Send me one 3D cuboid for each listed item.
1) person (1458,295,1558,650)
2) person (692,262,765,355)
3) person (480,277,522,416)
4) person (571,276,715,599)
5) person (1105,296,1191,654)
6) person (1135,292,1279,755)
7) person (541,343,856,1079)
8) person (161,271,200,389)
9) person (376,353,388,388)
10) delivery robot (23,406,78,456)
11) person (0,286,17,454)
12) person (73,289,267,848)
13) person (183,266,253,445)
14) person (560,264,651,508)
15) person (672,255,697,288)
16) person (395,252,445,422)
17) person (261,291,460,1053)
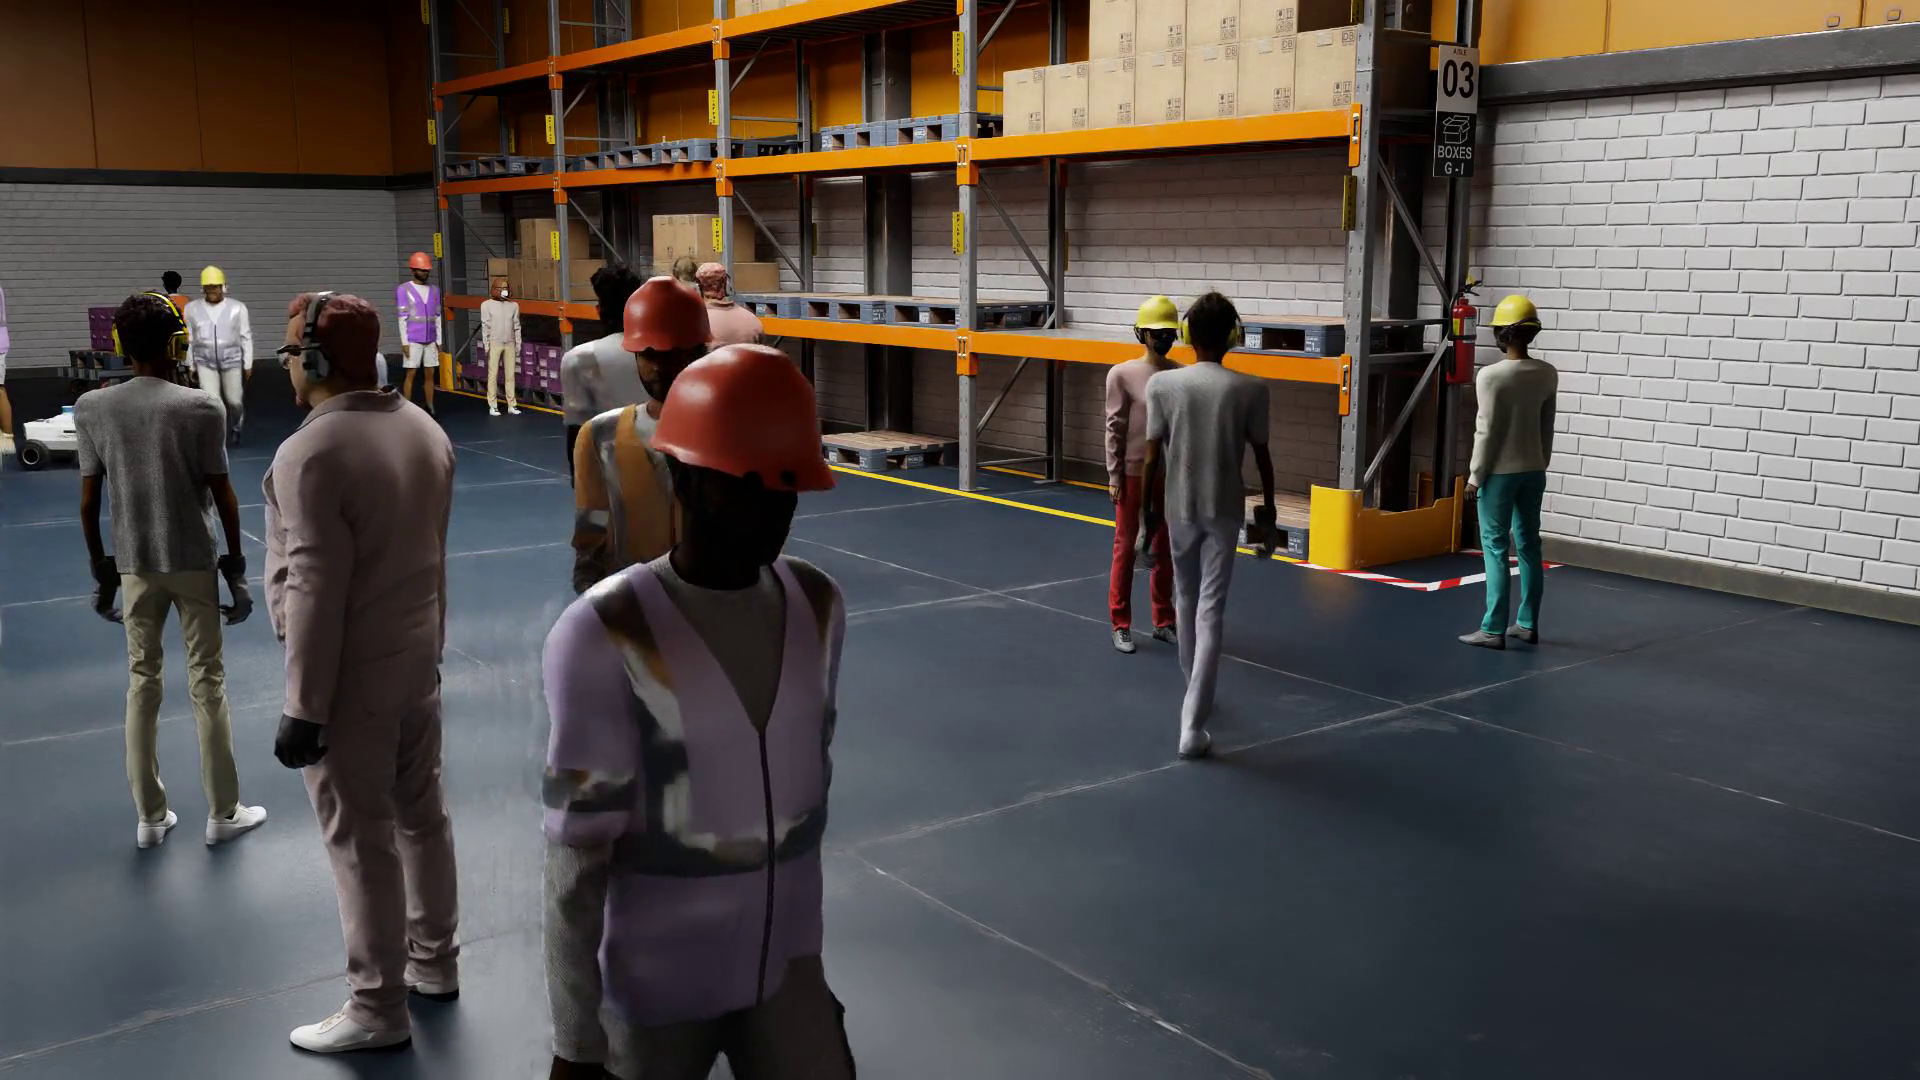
[{"bbox_3d":[2.740,-0.334,8.332,0.535,1.767,0.316,-5,12,-28],"label":"person"},{"bbox_3d":[-1.509,-0.754,10.299,0.646,1.904,0.401,-10,14,-44],"label":"person"},{"bbox_3d":[-5.407,-2.282,19.637,0.497,1.628,0.277,-9,13,-41],"label":"person"},{"bbox_3d":[-0.744,0.281,4.404,0.551,1.937,0.357,-1,10,-5],"label":"person"},{"bbox_3d":[0.962,-0.324,8.276,0.522,1.769,0.310,-4,11,-23],"label":"person"},{"bbox_3d":[1.031,-0.094,6.835,0.554,1.814,0.977,3,11,16],"label":"person"},{"bbox_3d":[-0.442,0.622,2.658,0.560,1.892,0.995,-9,13,-41],"label":"person"},{"bbox_3d":[-9.302,-2.340,19.761,0.318,1.695,0.540,7,12,34],"label":"person"},{"bbox_3d":[-3.846,-0.667,10.634,0.508,1.612,0.636,1,10,5],"label":"person"},{"bbox_3d":[-8.026,-0.966,15.000,0.707,0.478,0.477,0,10,0],"label":"delivery robot"},{"bbox_3d":[-9.334,-1.839,15.970,0.369,2.048,0.608,-6,12,-29],"label":"person"},{"bbox_3d":[-2.647,0.106,5.578,0.530,1.871,0.323,-1,10,-5],"label":"person"},{"bbox_3d":[-7.132,-1.727,16.025,0.598,1.815,0.671,-4,11,-20],"label":"person"},{"bbox_3d":[-1.582,-0.331,7.867,0.612,1.917,0.925,-4,11,-20],"label":"person"},{"bbox_3d":[-2.534,-1.719,15.688,0.632,1.915,0.798,-8,13,-38],"label":"person"},{"bbox_3d":[-6.054,-2.269,18.733,0.409,1.927,0.546,8,13,39],"label":"person"},{"bbox_3d":[-1.525,0.334,4.202,0.406,1.904,0.654,2,10,11],"label":"person"}]
